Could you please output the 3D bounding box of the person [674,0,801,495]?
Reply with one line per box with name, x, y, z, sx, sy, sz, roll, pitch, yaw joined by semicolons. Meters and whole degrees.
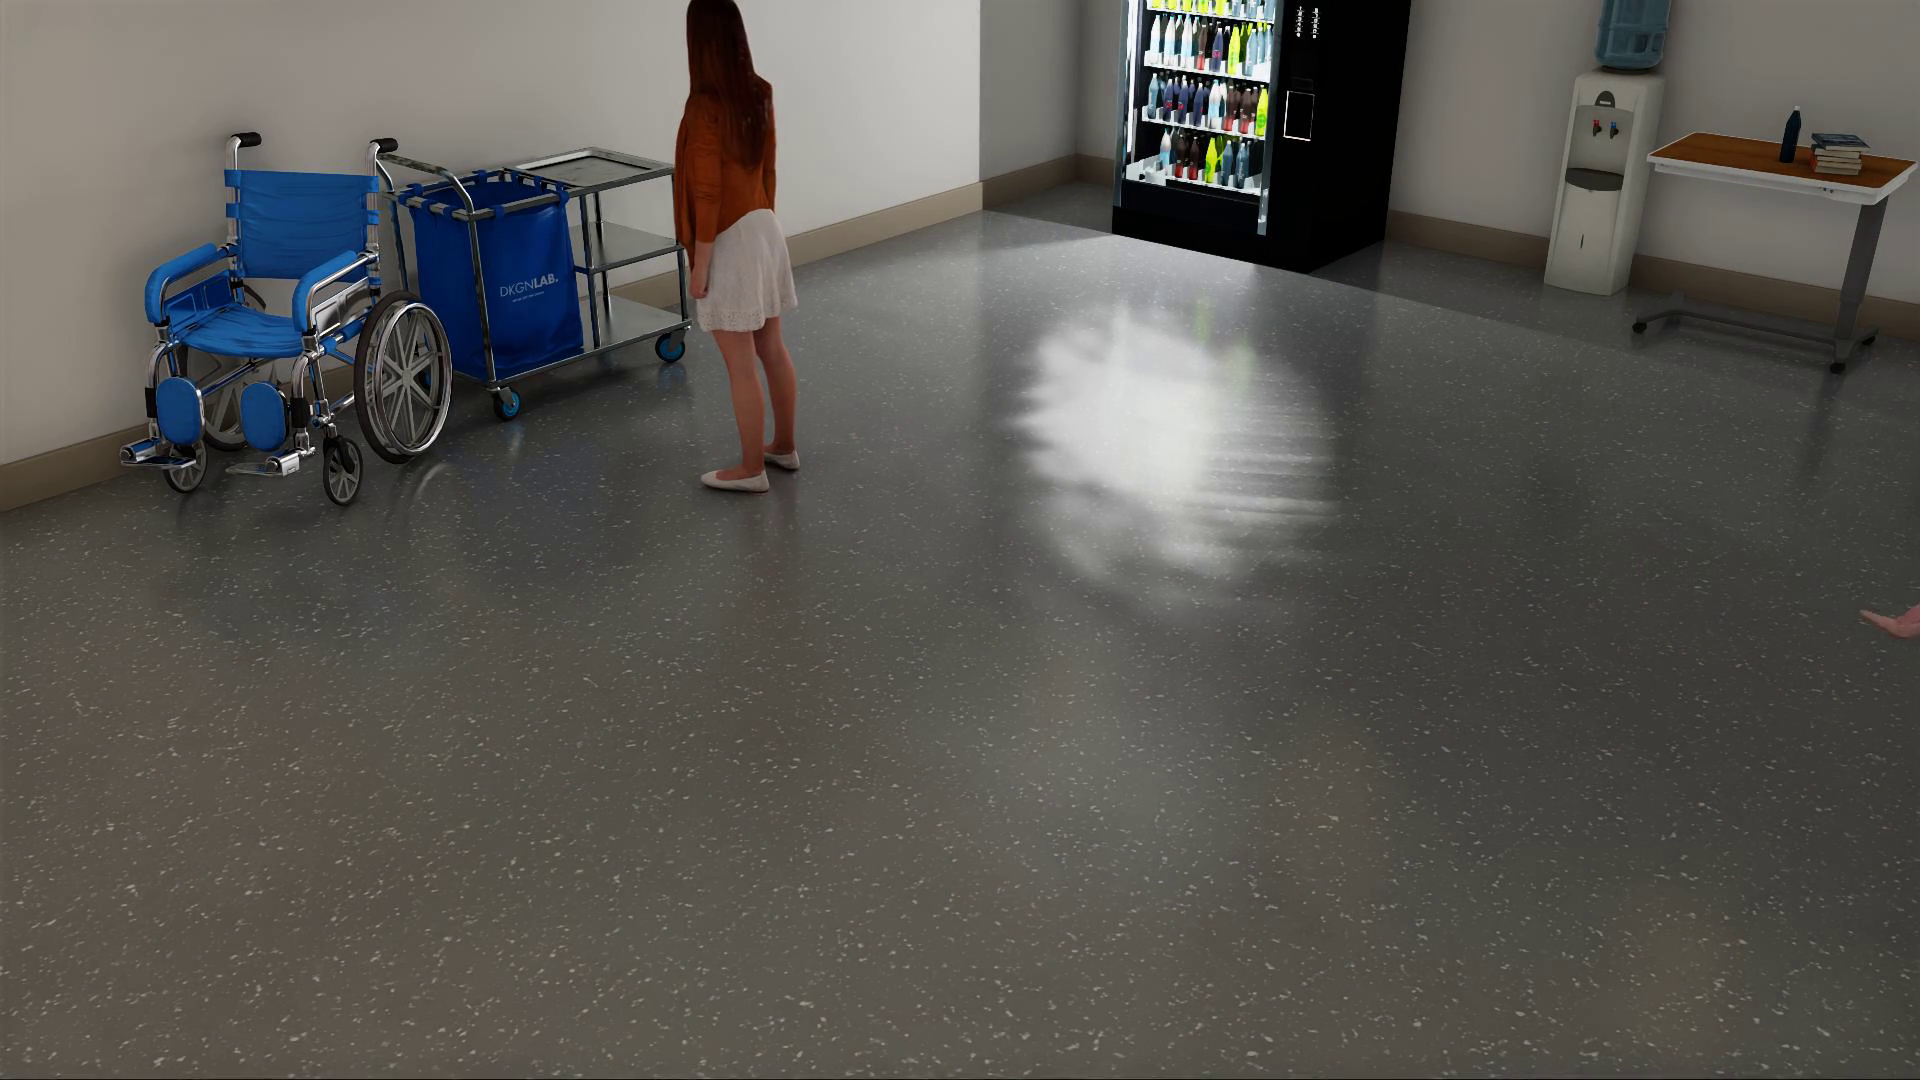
person;-0.760;-1.008;5.768;0.630;1.720;0.661;13;29;25
